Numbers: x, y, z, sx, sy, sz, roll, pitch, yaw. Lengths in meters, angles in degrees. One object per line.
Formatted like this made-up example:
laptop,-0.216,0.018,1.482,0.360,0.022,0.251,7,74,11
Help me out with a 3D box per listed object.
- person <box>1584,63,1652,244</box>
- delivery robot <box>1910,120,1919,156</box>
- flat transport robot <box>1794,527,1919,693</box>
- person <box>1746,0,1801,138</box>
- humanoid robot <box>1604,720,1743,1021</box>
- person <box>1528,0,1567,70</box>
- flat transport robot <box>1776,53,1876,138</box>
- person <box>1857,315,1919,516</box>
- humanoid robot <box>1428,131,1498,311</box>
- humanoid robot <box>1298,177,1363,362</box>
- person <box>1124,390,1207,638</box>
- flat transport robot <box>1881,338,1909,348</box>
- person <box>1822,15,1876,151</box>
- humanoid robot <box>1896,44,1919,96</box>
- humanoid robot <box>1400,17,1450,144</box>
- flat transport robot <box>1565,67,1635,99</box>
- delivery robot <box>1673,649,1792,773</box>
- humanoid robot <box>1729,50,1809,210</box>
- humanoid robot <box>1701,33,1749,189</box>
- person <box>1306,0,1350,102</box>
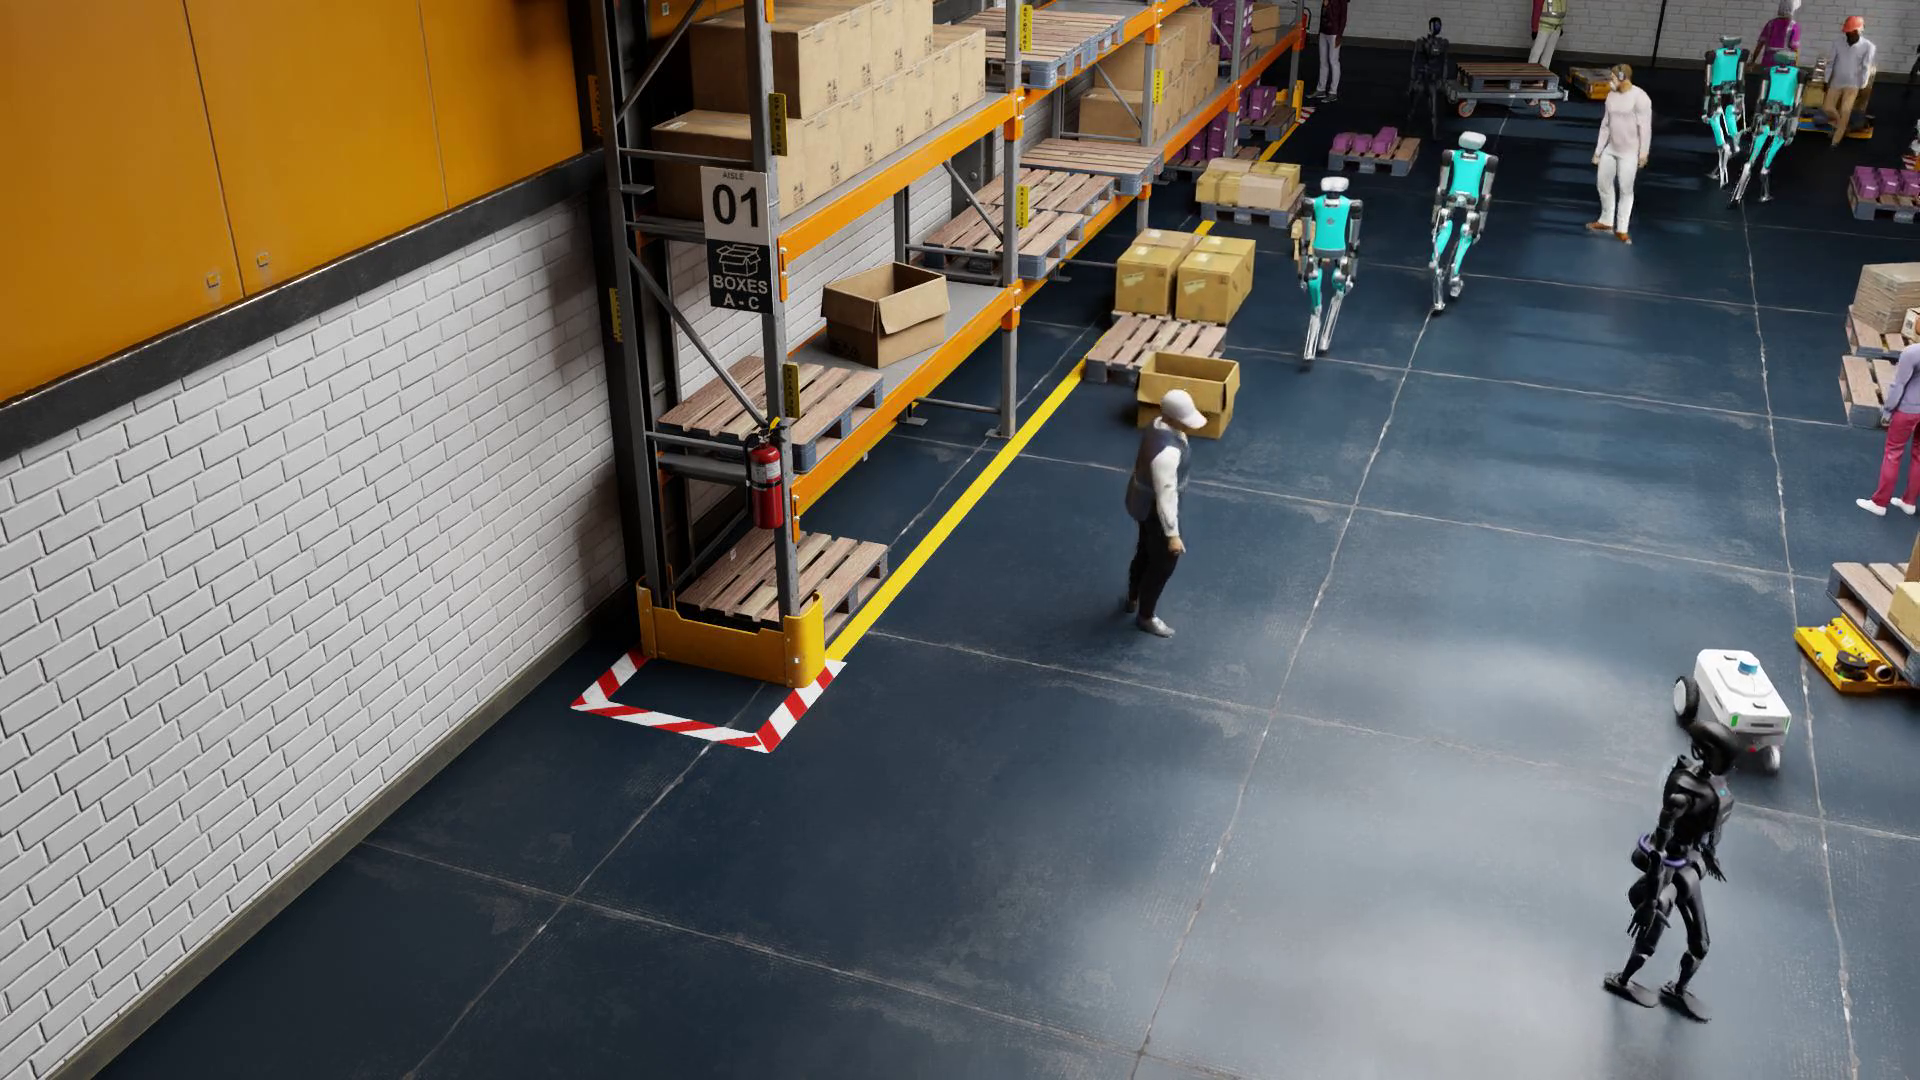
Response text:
person,7.256,-4.218,18.176,0.365,1.896,0.755,-10,29,-19
delivery robot,12.857,-5.267,21.648,0.790,0.589,0.499,8,28,15
flat transport robot,6.074,0.708,10.376,1.431,0.231,0.659,0,27,1
person,10.940,-6.369,22.386,0.401,1.849,0.748,-20,33,-33
humanoid robot,3.200,1.476,7.368,0.613,1.634,0.531,-21,34,-35
person,8.809,-7.661,24.895,0.632,1.841,0.429,-14,30,-25
flat transport robot,11.794,-5.756,22.915,1.431,0.231,0.659,13,30,24
person,6.940,-0.938,12.088,0.499,1.628,0.291,-4,28,-7
humanoid robot,4.768,-3.002,15.961,0.547,1.735,1.010,11,29,20
humanoid robot,3.276,-2.423,14.828,0.544,1.738,0.969,7,28,13
person,1.262,-0.189,10.539,0.442,1.715,0.835,-1,27,-2
flat transport robot,9.001,-2.082,15.789,0.659,0.231,1.431,10,29,19
person,11.634,-6.020,21.832,0.557,1.720,0.588,-19,33,-32
humanoid robot,14.291,-7.286,24.387,0.487,1.639,0.608,-3,27,-6
humanoid robot,6.206,-6.108,22.110,0.588,1.622,0.786,-7,28,-13
flat transport robot,9.670,-6.900,25.134,0.659,0.231,1.431,1,27,3
delivery robot,4.498,0.943,9.631,0.499,0.614,0.796,2,27,5
humanoid robot,9.312,-4.698,19.322,0.880,1.841,0.568,-23,35,-37
humanoid robot,9.371,-5.154,20.219,0.553,1.820,0.938,-2,27,-5
person,5.437,-7.425,24.320,0.419,1.951,0.497,-14,30,-25
